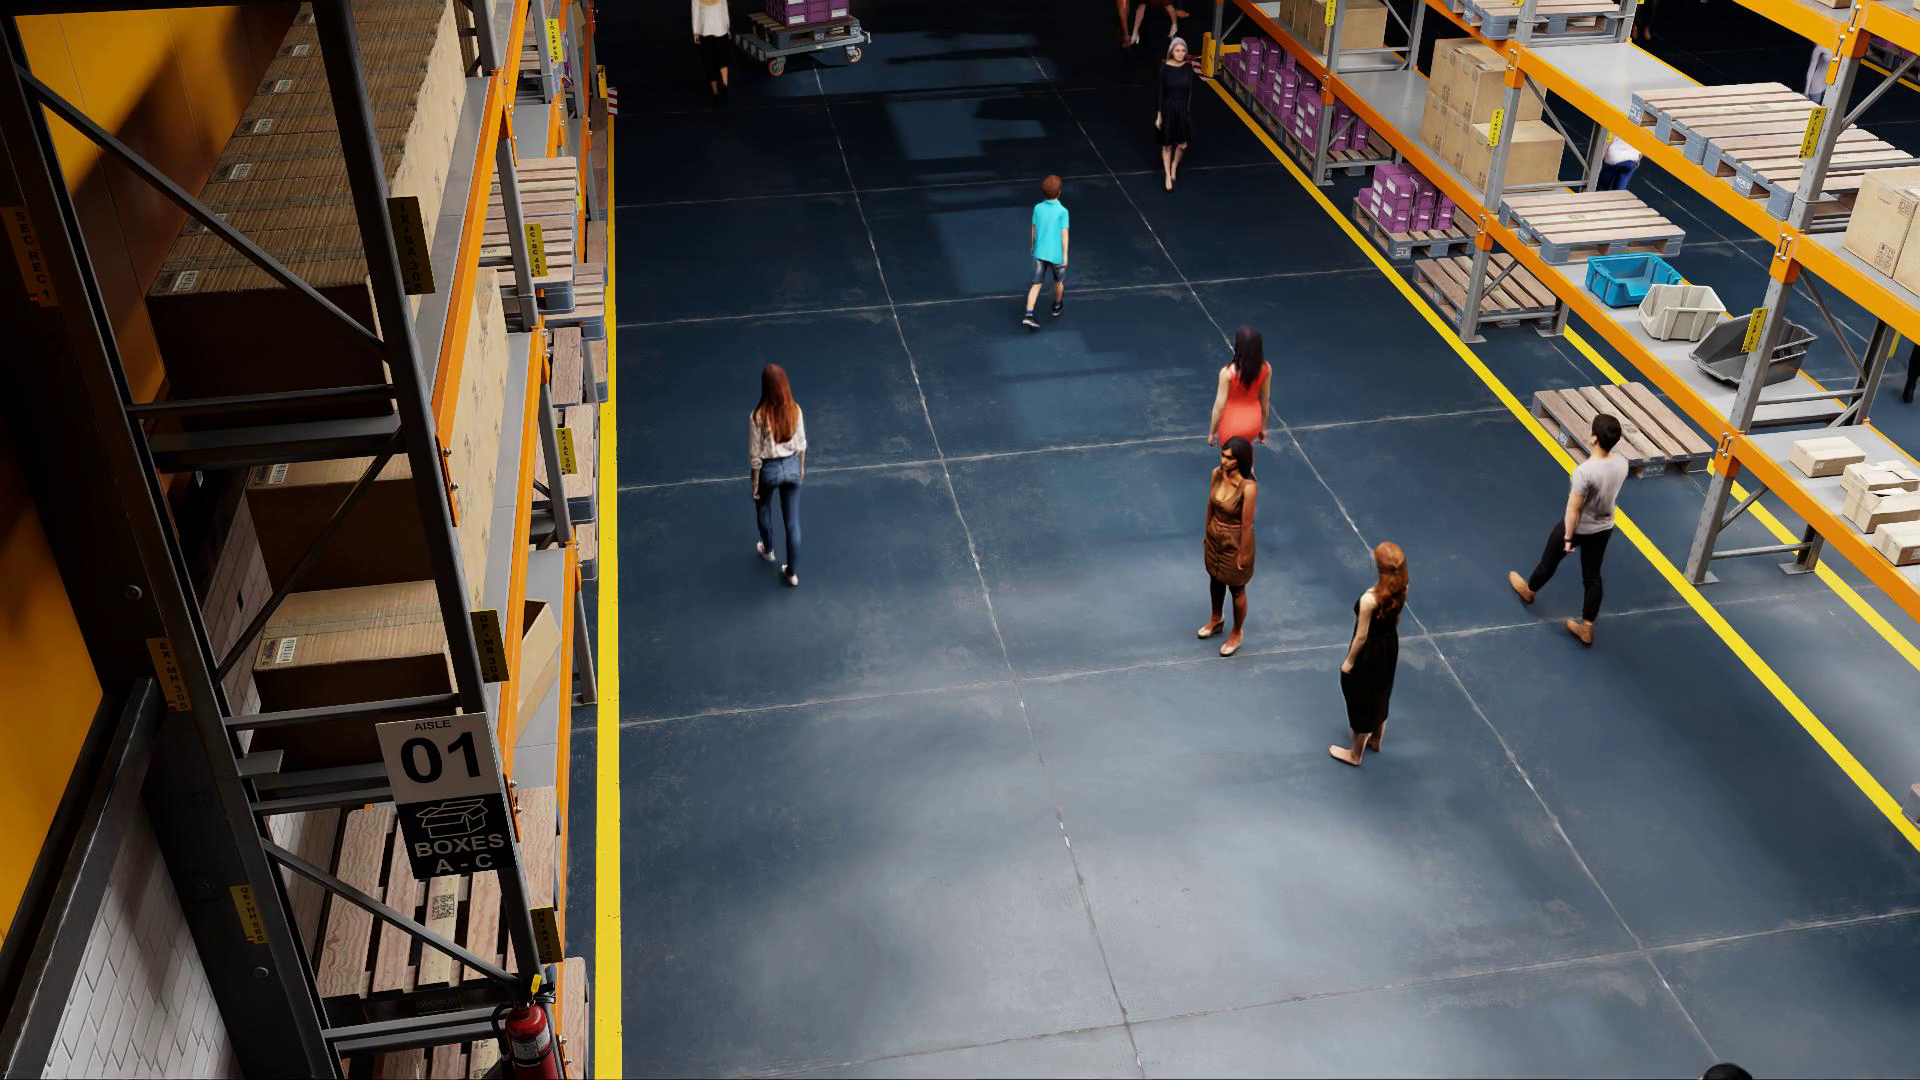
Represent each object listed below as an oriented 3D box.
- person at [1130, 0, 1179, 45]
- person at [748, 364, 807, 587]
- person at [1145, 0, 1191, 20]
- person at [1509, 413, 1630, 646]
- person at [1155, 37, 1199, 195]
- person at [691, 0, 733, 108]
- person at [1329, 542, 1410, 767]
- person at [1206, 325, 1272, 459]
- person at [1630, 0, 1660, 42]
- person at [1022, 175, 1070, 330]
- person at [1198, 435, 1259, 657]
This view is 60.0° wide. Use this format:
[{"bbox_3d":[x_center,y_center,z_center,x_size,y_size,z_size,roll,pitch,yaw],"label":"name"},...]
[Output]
[{"bbox_3d":[2.783,-7.668,22.847,0.964,1.703,1.121,-20,39,-28],"label":"person"},{"bbox_3d":[-1.279,-0.426,11.946,0.700,1.710,0.868,-12,35,-17],"label":"person"},{"bbox_3d":[3.019,-8.301,23.782,0.964,1.722,1.018,-19,38,-26],"label":"person"},{"bbox_3d":[4.338,-0.042,11.391,0.682,1.684,1.058,-9,35,-13],"label":"person"},{"bbox_3d":[2.317,-4.693,18.342,0.612,1.736,0.660,-5,34,-8],"label":"person"},{"bbox_3d":[-3.025,-6.194,20.502,0.697,1.845,0.866,-10,35,-14],"label":"person"},{"bbox_3d":[2.573,0.709,10.314,0.667,1.626,0.698,-24,40,-31],"label":"person"},{"bbox_3d":[2.140,-0.798,12.503,0.663,1.713,0.639,-12,36,-18],"label":"person"},{"bbox_3d":[9.572,-7.837,23.104,0.705,1.702,0.705,8,34,12],"label":"person"},{"bbox_3d":[0.803,-2.658,15.572,0.859,1.414,1.031,13,36,18],"label":"person"},{"bbox_3d":[1.835,0.025,11.289,0.694,1.686,0.585,-22,39,-29],"label":"person"}]
